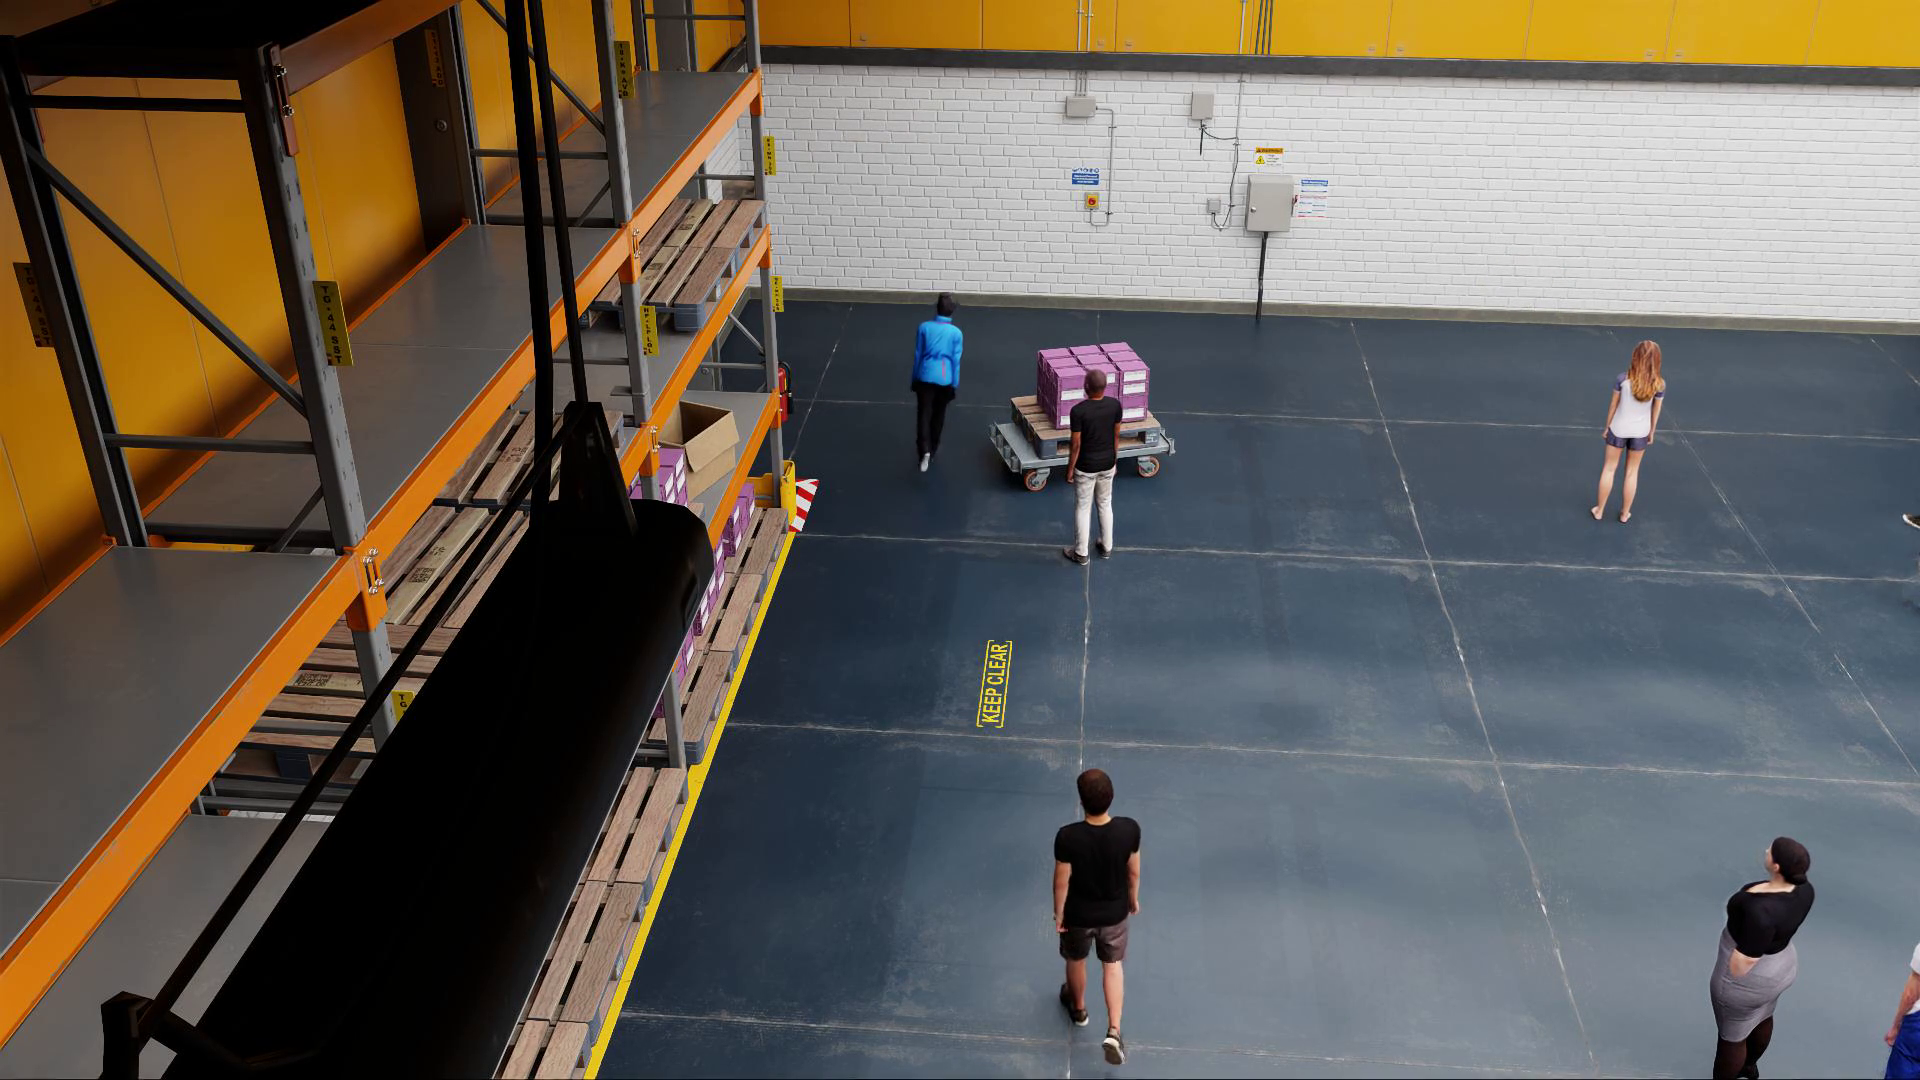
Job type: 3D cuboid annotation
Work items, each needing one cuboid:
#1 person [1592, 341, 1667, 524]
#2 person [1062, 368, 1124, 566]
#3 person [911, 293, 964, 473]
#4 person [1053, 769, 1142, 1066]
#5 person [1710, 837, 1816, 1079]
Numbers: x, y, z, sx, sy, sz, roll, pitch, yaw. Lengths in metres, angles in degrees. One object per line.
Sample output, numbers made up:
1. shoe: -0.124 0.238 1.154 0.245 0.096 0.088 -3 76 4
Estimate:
1. person: 6.041 -0.973 15.011 0.618 1.726 0.583 7 29 12
2. person: 1.153 -0.637 14.313 0.755 1.805 0.772 -13 31 -22
3. person: -0.240 -1.474 15.891 0.653 1.763 0.987 0 29 1
4. person: 0.772 2.106 9.243 0.808 1.845 1.082 -4 29 -7
5. person: 4.283 2.326 8.928 0.777 1.760 0.824 -19 34 -31
